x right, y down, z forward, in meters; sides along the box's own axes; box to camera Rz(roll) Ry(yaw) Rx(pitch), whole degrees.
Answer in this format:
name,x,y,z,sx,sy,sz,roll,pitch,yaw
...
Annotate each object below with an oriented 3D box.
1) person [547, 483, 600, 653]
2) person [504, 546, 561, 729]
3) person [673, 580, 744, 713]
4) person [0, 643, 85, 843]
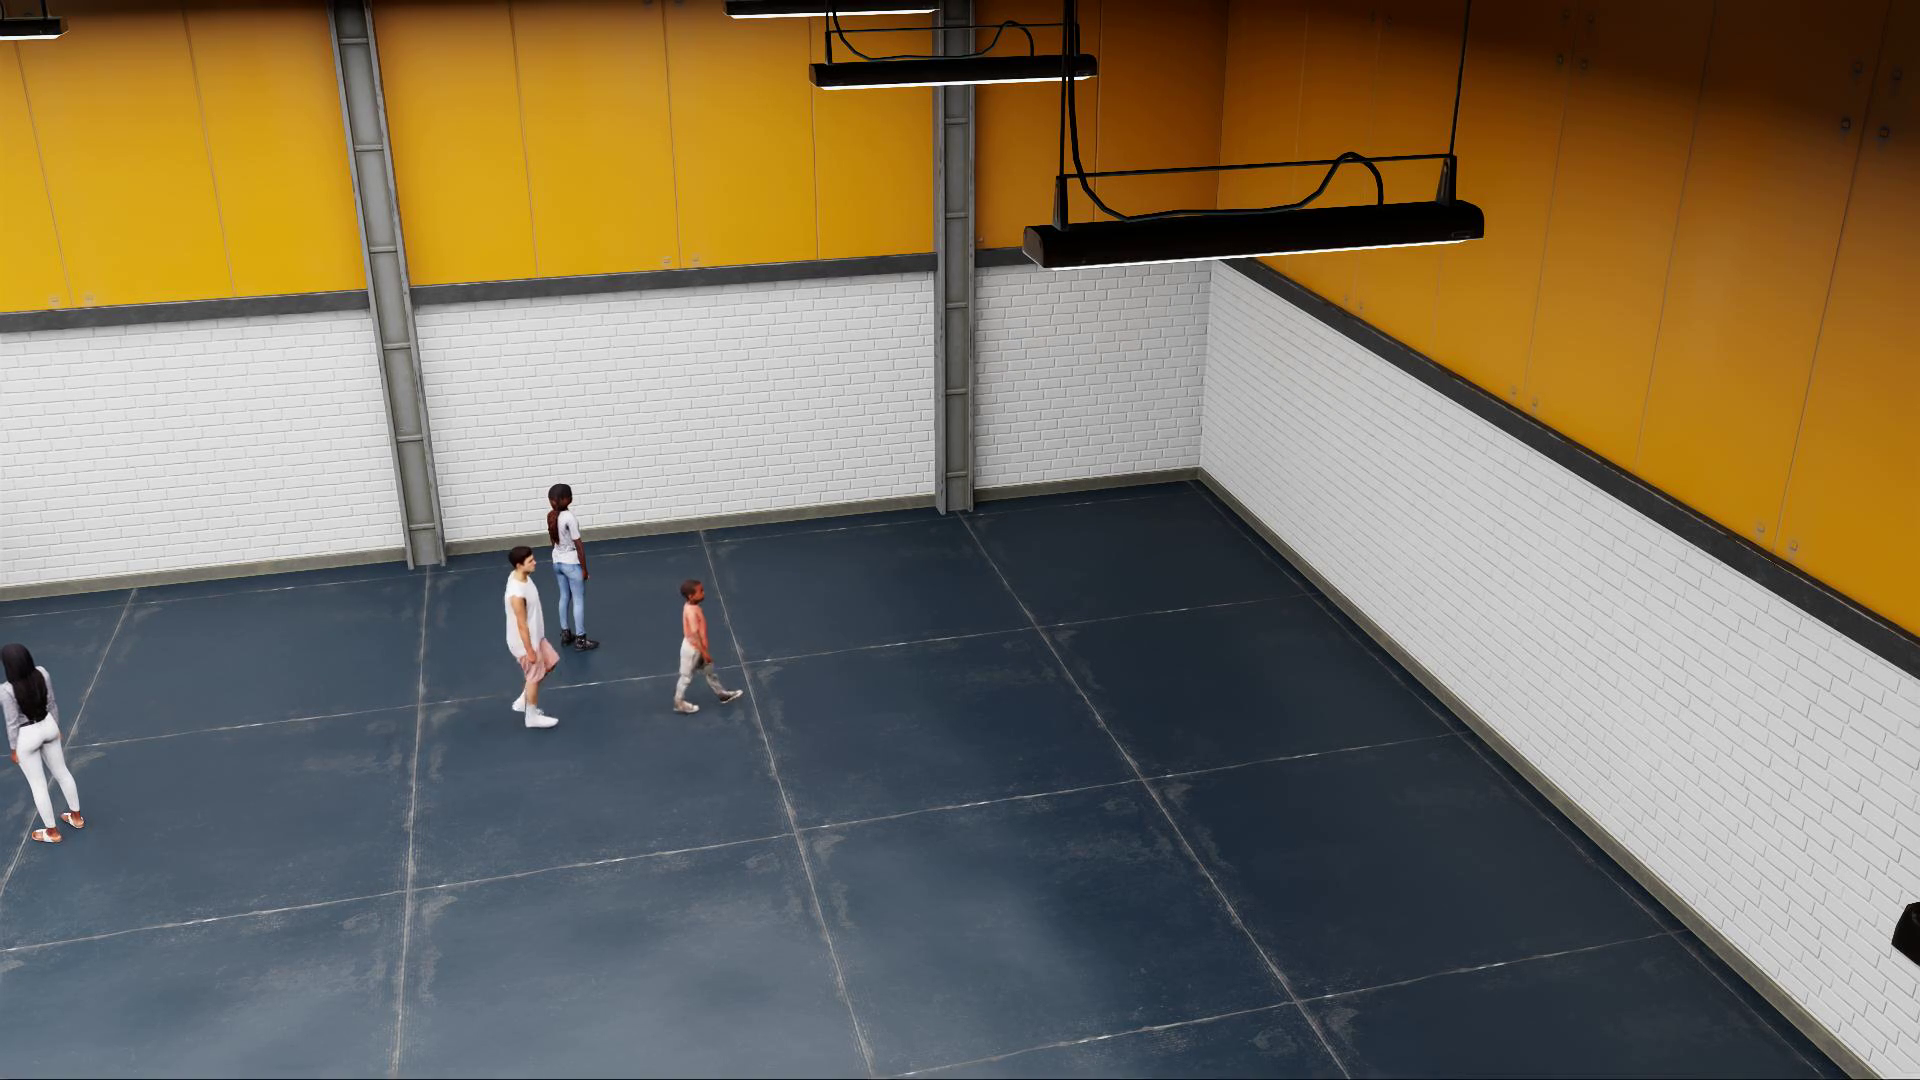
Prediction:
name,x,y,z,sx,sy,sz,roll,pitch,yaw
person,-3.798,0.251,16.144,0.668,1.720,0.701,18,29,35
person,-3.898,0.871,14.663,0.717,1.769,0.692,-4,24,-8
person,-2.458,0.978,15.023,0.898,1.283,0.631,0,24,0
person,-7.281,1.572,13.115,0.715,1.724,0.673,10,26,23
